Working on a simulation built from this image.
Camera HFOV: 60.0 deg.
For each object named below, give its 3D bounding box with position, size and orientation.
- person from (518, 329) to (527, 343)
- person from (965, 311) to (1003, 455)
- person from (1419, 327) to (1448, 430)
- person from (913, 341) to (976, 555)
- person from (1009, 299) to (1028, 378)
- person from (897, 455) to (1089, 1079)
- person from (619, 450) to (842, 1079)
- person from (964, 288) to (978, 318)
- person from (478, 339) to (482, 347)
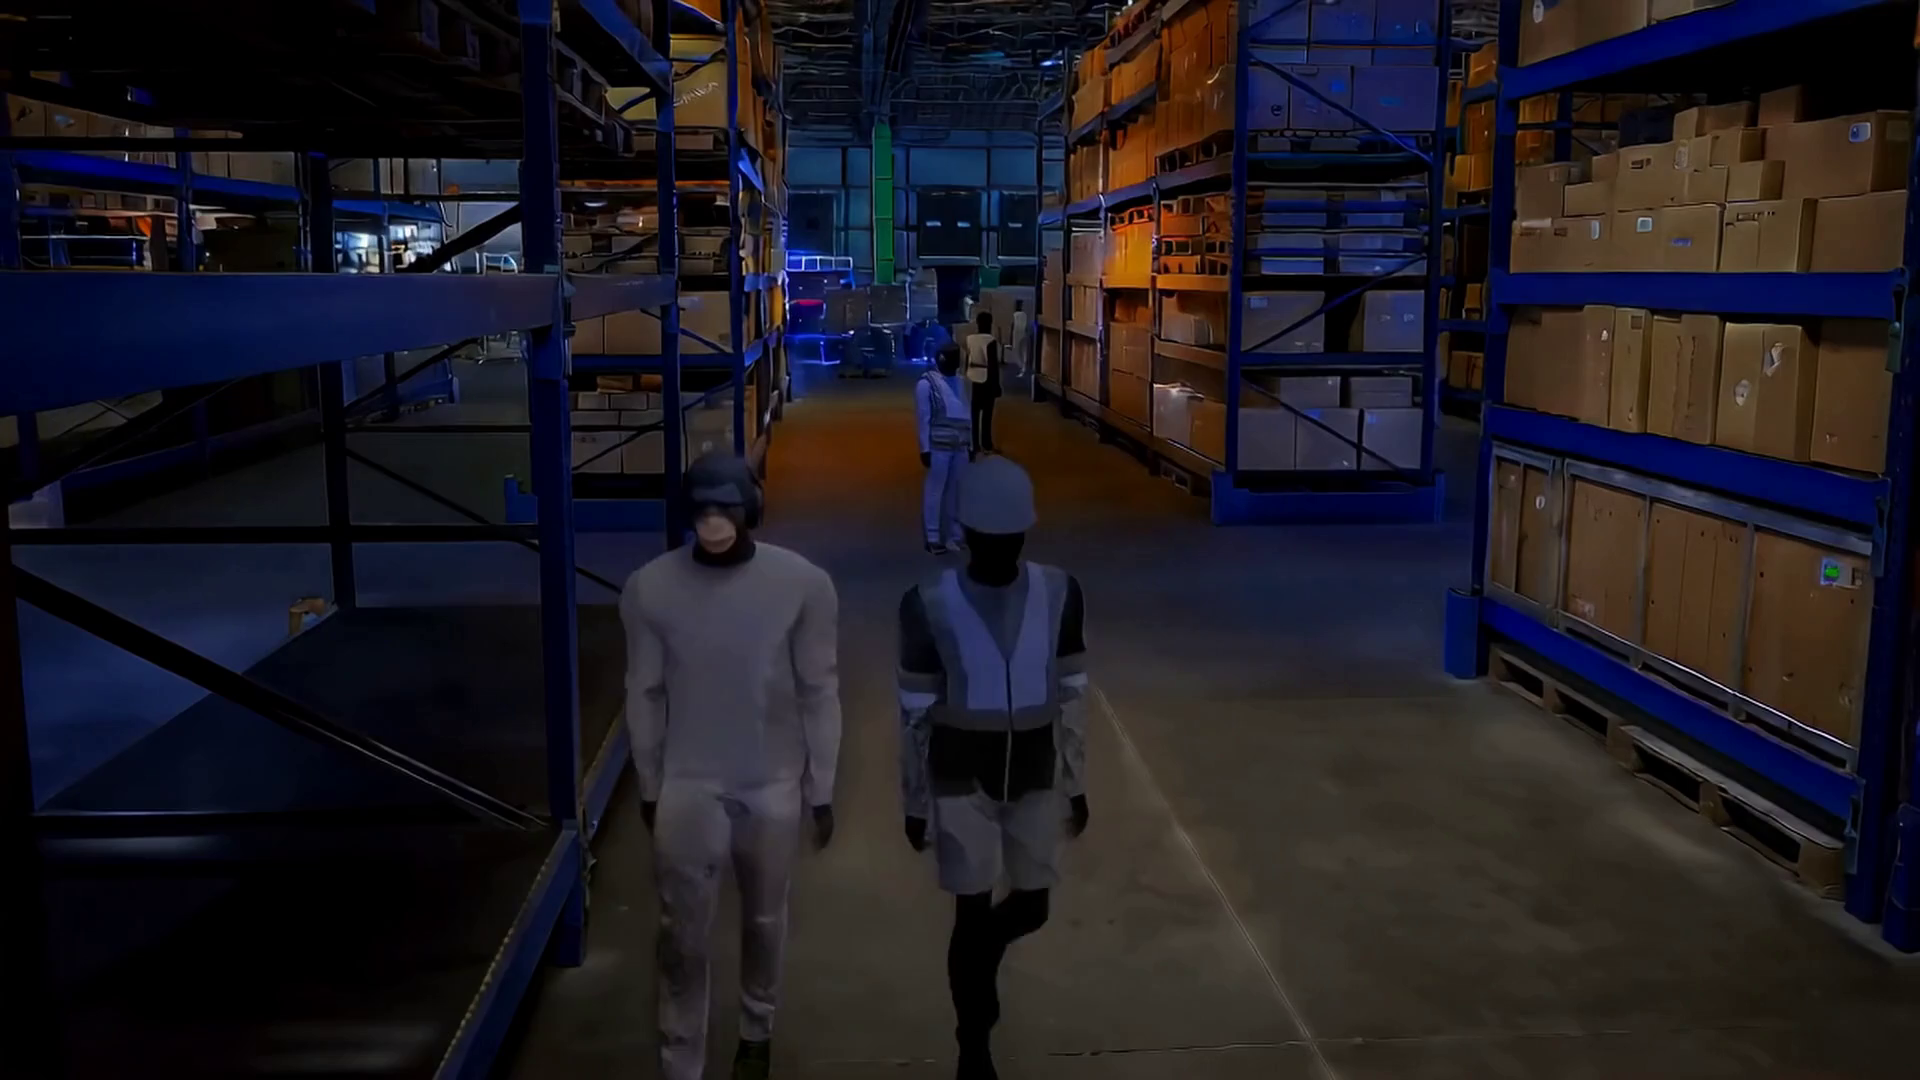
[{"bbox_3d":[-10.399,-4.958,40.242,0.613,1.921,0.759,4,10,25],"label":"person"},{"bbox_3d":[0.297,-2.100,22.325,0.391,1.920,0.593,-8,12,-42],"label":"person"},{"bbox_3d":[7.357,-2.488,25.711,0.562,1.612,0.455,-5,10,-30],"label":"person"},{"bbox_3d":[-0.101,-0.800,14.405,0.627,1.844,0.429,-8,12,-42],"label":"person"},{"bbox_3d":[1.354,-4.700,38.842,0.557,1.856,0.386,-7,12,-39],"label":"person"},{"bbox_3d":[0.084,0.681,4.895,0.577,1.912,0.652,-3,9,-17],"label":"person"},{"bbox_3d":[-0.645,0.709,4.676,0.627,1.912,0.809,-1,9,-3],"label":"person"},{"bbox_3d":[0.409,-9.040,66.010,0.548,1.899,0.952,-5,10,-29],"label":"person"},{"bbox_3d":[-15.997,-7.337,55.341,0.647,1.867,0.999,0,9,-3],"label":"person"}]
